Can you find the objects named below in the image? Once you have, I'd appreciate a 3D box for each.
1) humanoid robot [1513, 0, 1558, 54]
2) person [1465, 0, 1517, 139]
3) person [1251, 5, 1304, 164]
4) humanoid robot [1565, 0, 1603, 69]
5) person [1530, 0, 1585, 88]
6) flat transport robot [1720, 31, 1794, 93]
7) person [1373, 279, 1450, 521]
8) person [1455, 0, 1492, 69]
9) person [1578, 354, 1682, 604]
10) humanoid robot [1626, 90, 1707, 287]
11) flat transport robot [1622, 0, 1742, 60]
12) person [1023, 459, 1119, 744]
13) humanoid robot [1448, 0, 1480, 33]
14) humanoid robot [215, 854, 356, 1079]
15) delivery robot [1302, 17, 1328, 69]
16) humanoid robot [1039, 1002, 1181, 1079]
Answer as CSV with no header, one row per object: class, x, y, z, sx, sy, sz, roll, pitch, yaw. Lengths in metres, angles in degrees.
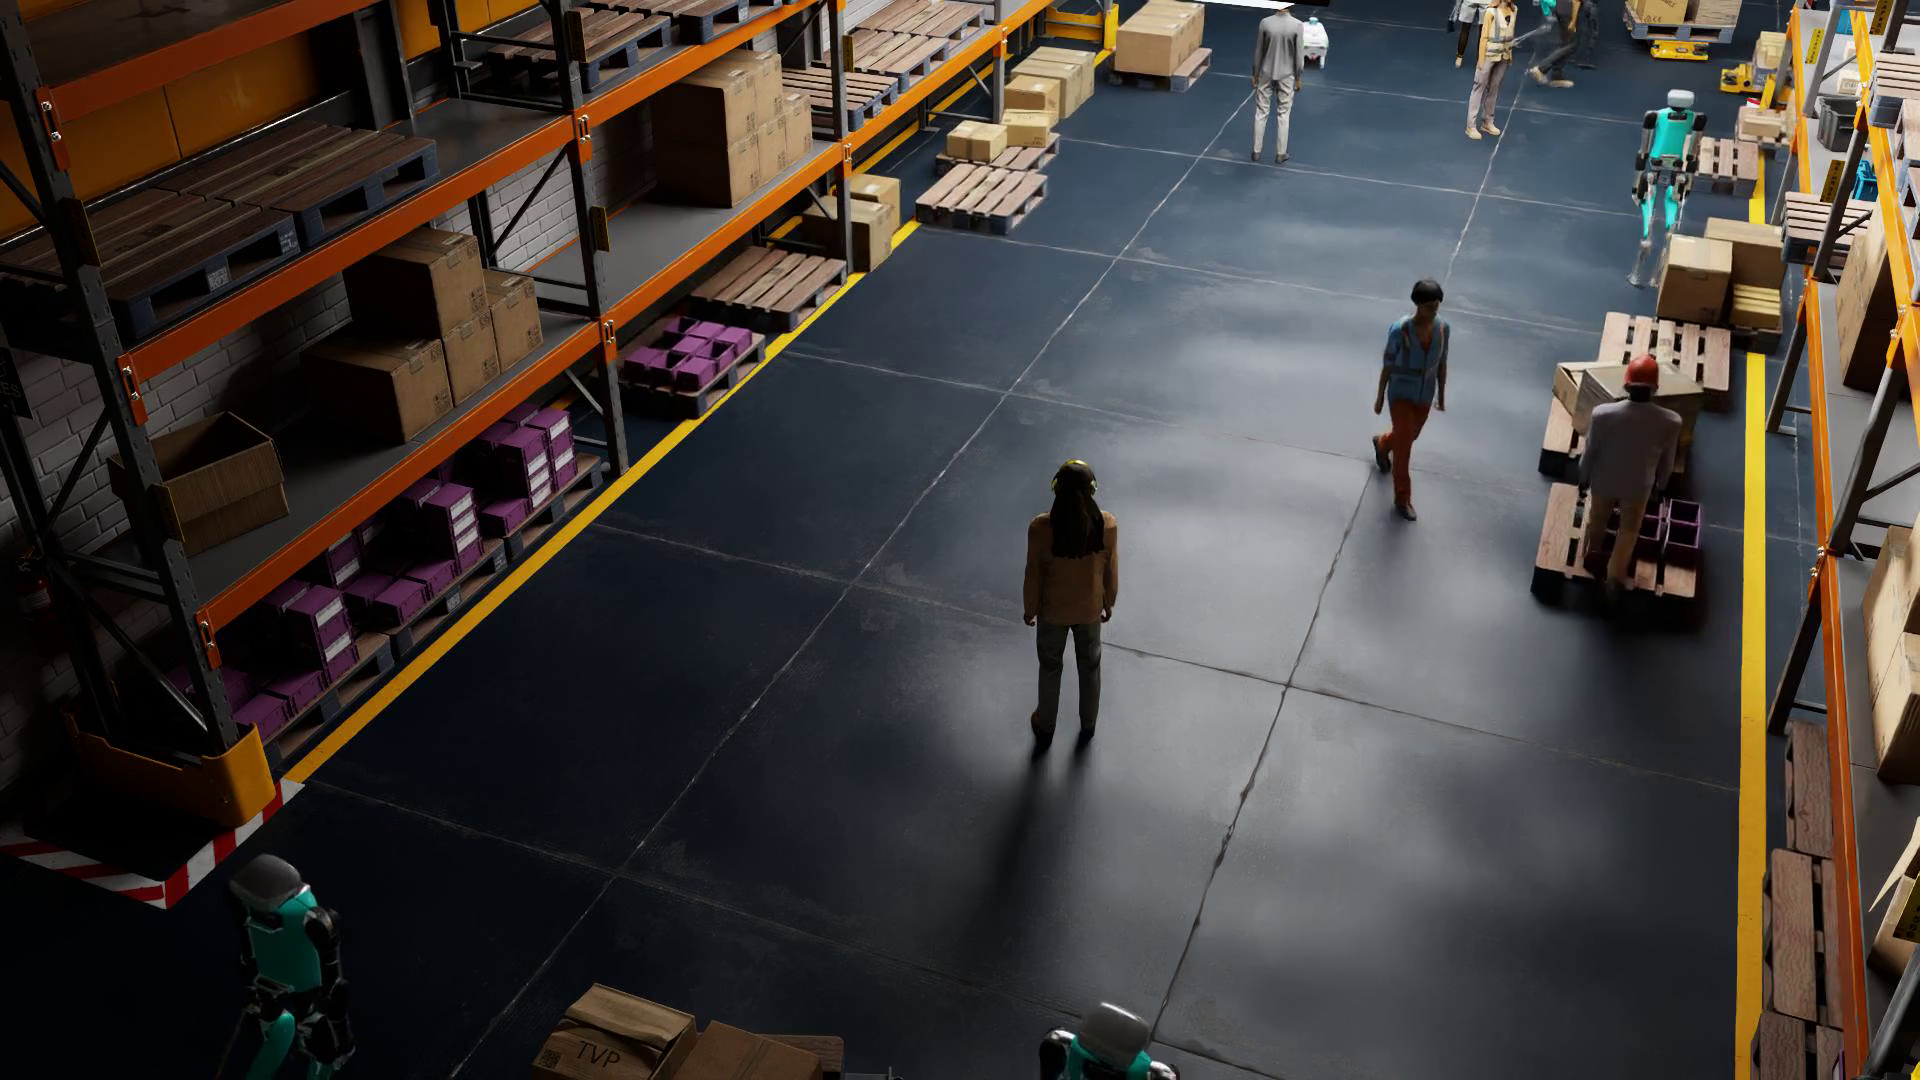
humanoid robot,7.539,-6.980,21.068,1.045,1.740,0.535,15,36,22
person,5.958,-5.372,18.515,0.473,1.778,0.307,-16,36,-23
person,3.384,-4.962,17.778,0.549,1.891,0.387,10,34,15
humanoid robot,7.889,-6.748,20.740,0.378,1.653,0.611,8,34,12
person,7.243,-6.291,19.891,0.511,1.824,0.548,-2,33,-3
flat transport robot,10.010,-5.541,20.167,1.431,0.231,0.659,12,35,18
person,3.214,-1.092,11.934,0.494,1.736,0.830,-8,34,-12
person,6.458,-6.714,20.664,0.531,1.697,0.320,16,36,23
person,4.309,-0.383,10.832,0.572,1.730,0.567,13,35,19
humanoid robot,6.368,-3.116,15.046,0.535,1.770,0.716,6,33,9
flat transport robot,9.329,-6.578,21.773,0.659,0.231,1.431,6,33,9
person,0.634,0.379,9.528,0.558,1.876,0.409,-5,33,-7
humanoid robot,6.850,-7.626,22.056,0.965,1.776,0.557,-28,42,-36
humanoid robot,-2.853,2.179,6.912,0.549,1.836,0.750,13,35,19
delivery robot,4.456,-6.328,21.139,0.499,0.613,0.817,2,33,3
humanoid robot,0.459,2.560,6.280,0.550,1.748,0.964,12,35,18
